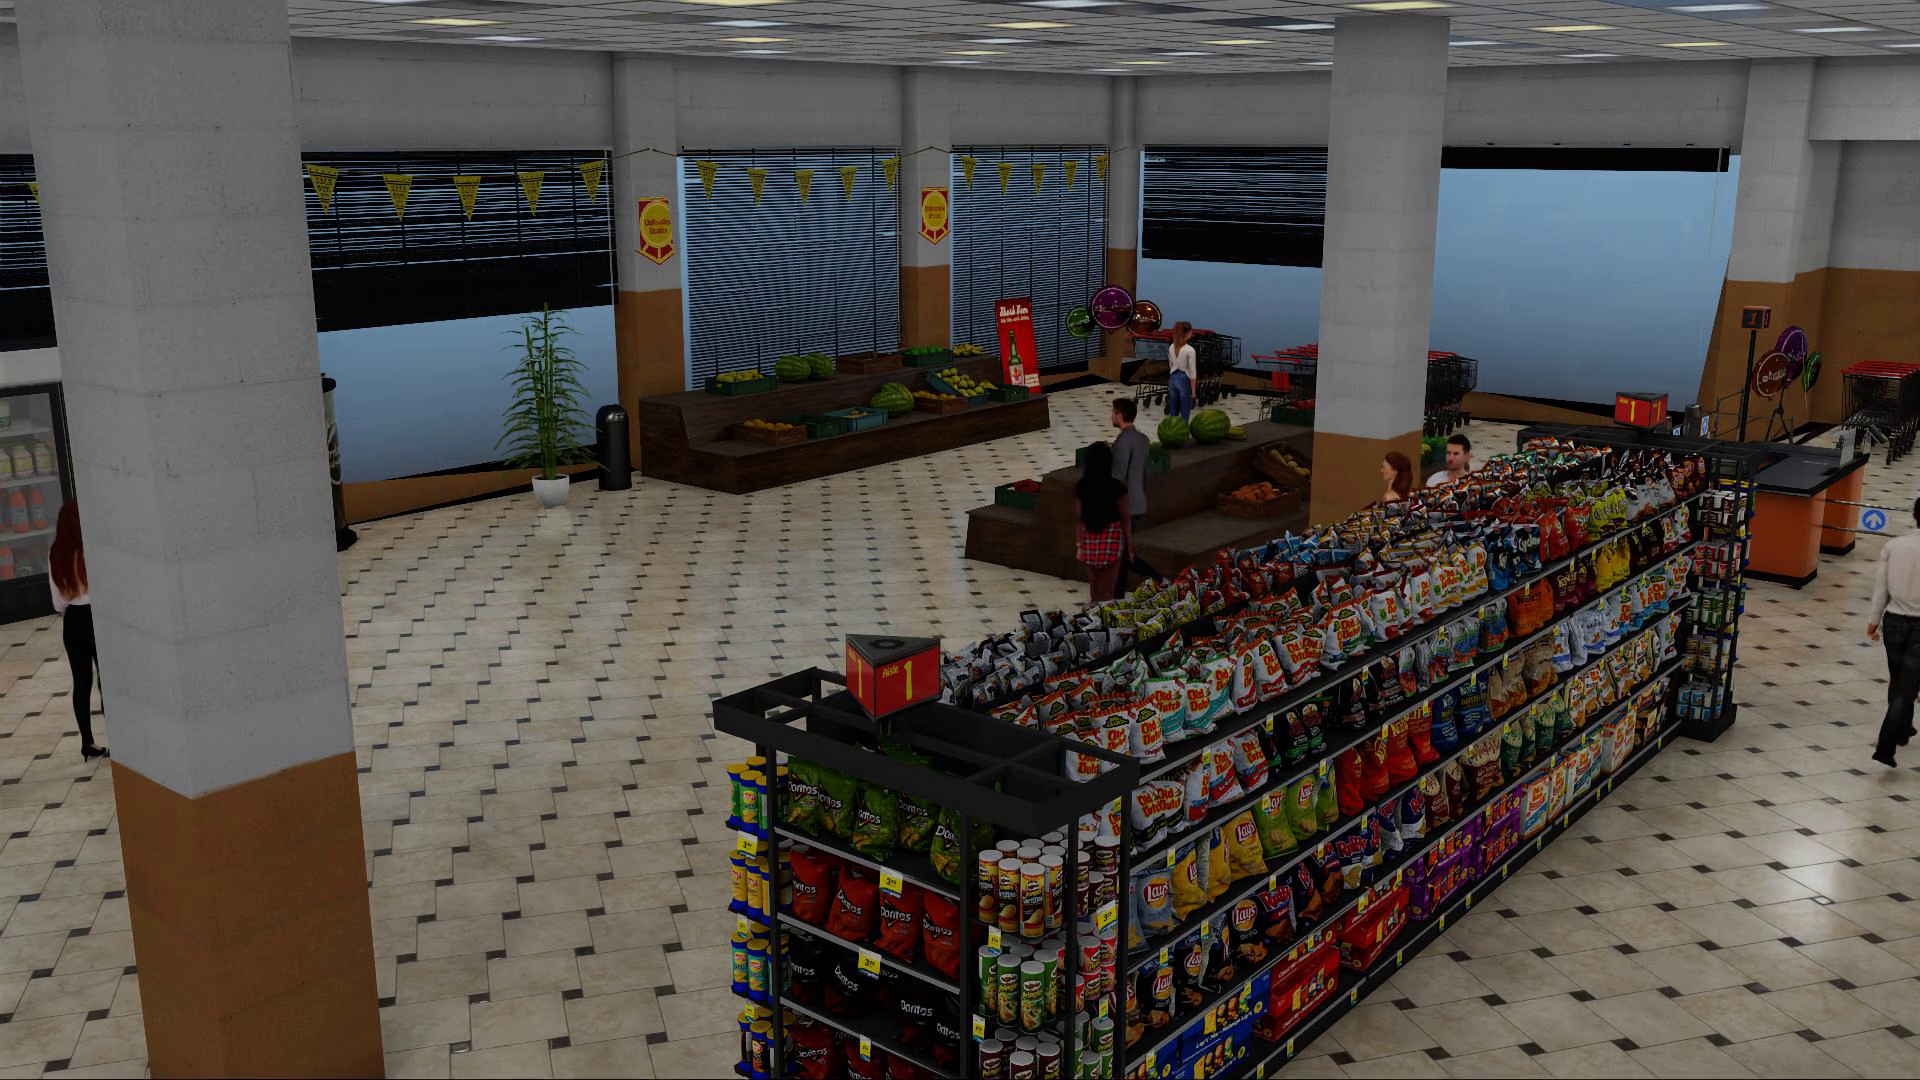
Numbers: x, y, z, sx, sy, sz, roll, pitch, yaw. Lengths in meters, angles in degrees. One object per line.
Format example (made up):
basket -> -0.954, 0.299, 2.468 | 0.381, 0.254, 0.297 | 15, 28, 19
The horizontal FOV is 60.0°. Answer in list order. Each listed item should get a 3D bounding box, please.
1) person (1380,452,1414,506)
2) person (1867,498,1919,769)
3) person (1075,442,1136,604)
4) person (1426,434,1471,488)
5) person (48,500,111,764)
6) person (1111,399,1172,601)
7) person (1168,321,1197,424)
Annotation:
person -> 3.540, 0.125, 13.215 | 0.853, 1.598, 1.071 | 4, 14, 18
person -> 6.155, 0.627, 10.793 | 0.732, 1.766, 1.195 | 13, 19, 43
person -> 1.109, 0.105, 13.089 | 0.711, 1.697, 1.085 | 8, 16, 30
person -> 3.832, 0.092, 12.876 | 0.668, 1.823, 1.127 | 11, 18, 39
person -> -5.706, 0.603, 10.897 | 0.661, 1.762, 0.649 | 3, 14, 14
person -> 1.510, -0.276, 14.340 | 0.903, 1.849, 1.016 | 7, 15, 25
person -> 2.877, -1.995, 21.695 | 0.572, 1.721, 0.632 | -11, 17, -38
